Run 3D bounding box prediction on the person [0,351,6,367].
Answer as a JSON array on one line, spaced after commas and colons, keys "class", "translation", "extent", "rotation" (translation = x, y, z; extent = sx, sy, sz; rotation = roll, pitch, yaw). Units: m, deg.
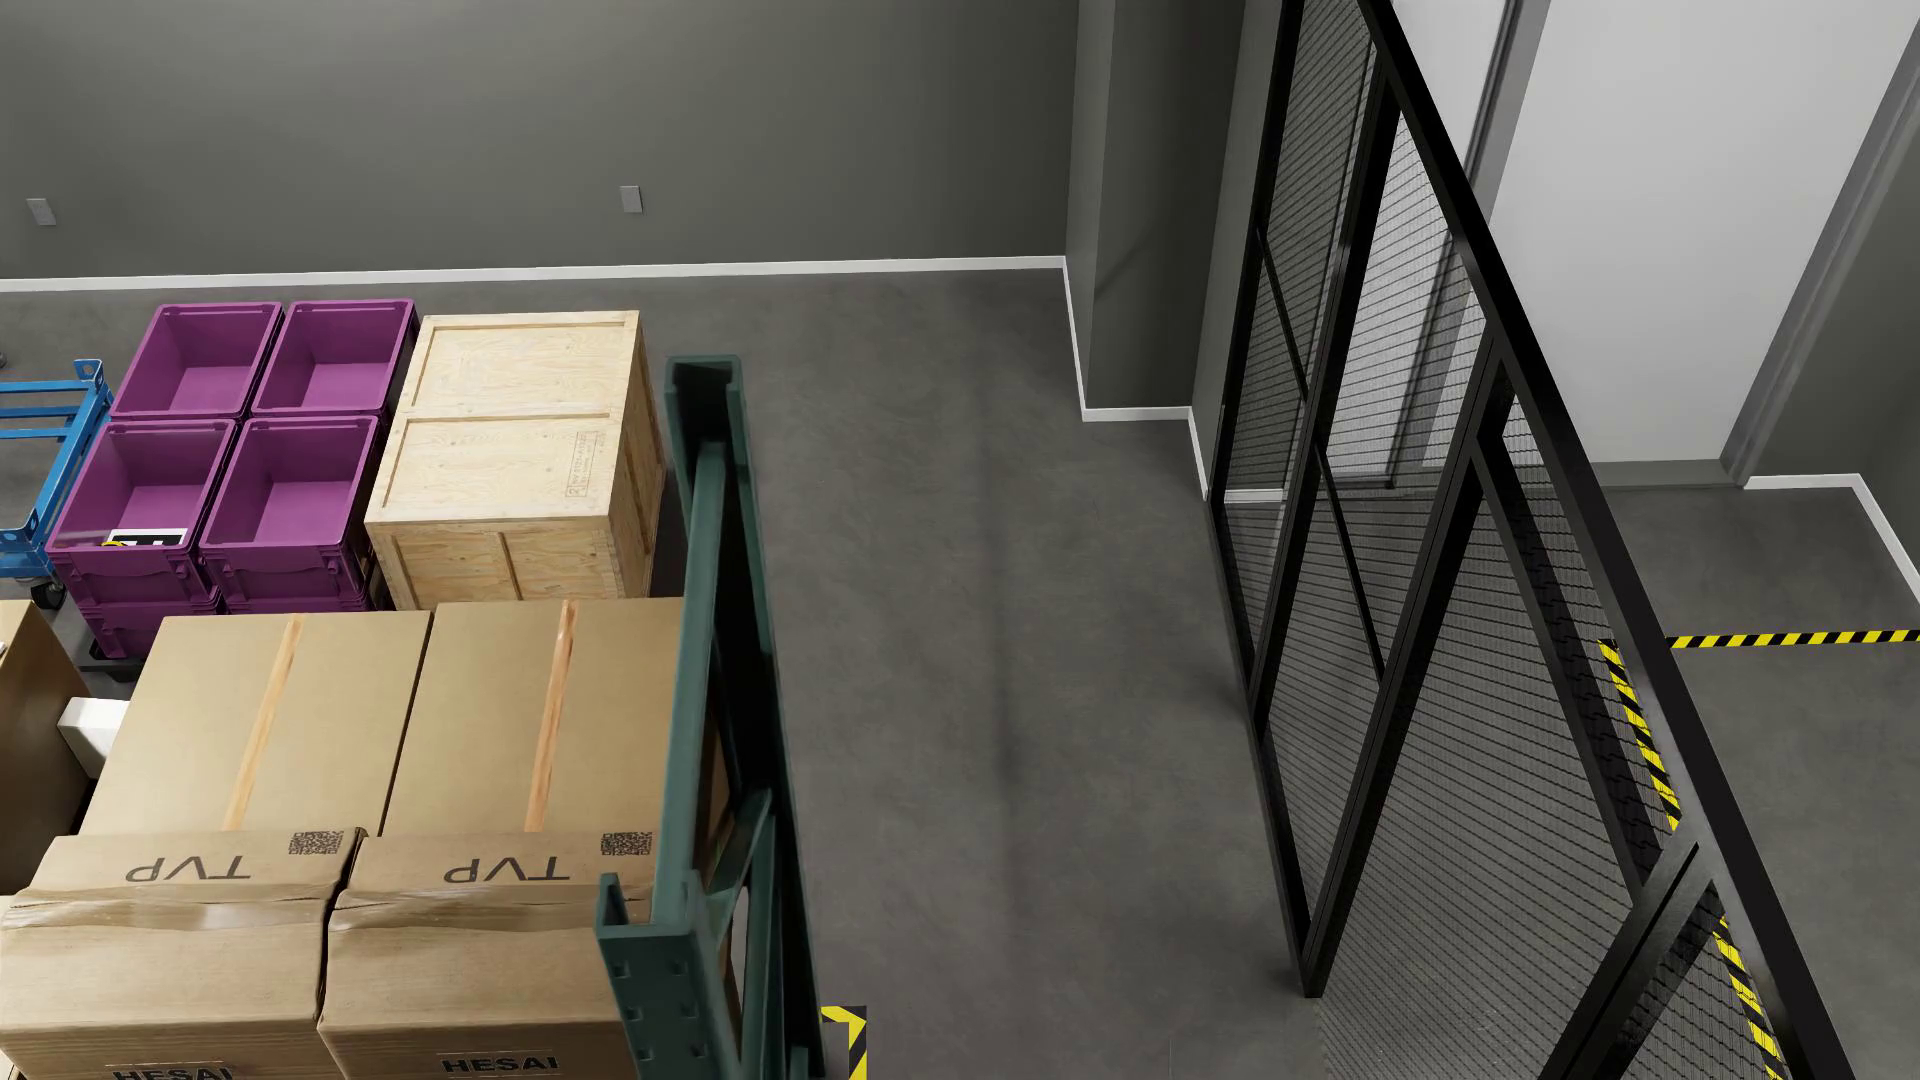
[{"class": "person", "translation": [-4.027, -1.269, 5.967], "extent": [0.356, 1.938, 0.638], "rotation": [-3, 46, -3]}]
